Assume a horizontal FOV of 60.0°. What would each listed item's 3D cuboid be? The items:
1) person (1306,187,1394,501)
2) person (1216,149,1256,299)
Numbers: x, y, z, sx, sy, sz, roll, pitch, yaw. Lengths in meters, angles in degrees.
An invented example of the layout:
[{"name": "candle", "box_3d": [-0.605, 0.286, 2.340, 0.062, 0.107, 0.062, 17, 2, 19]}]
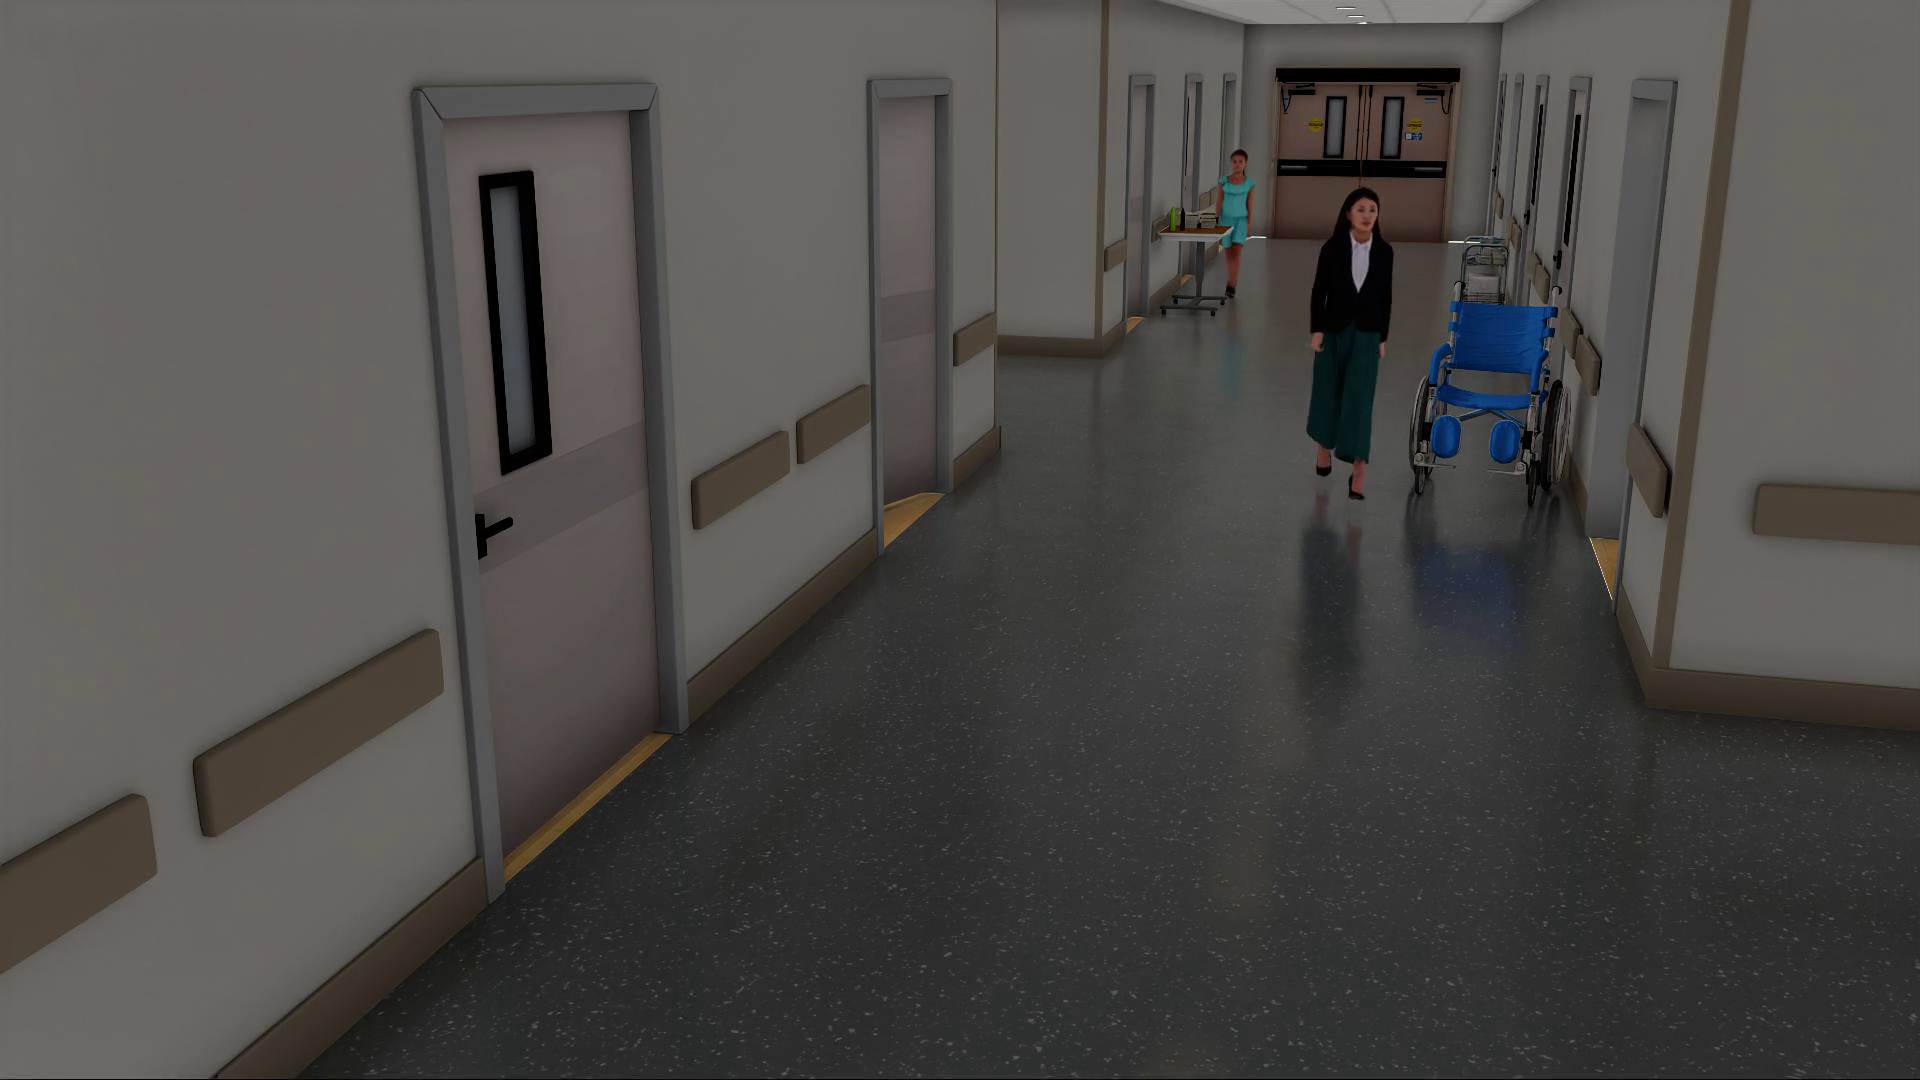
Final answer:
[{"name": "person", "box_3d": [2.166, -1.088, 9.387, 0.719, 1.684, 1.163, 2, 16, 7]}, {"name": "person", "box_3d": [2.915, -3.349, 17.703, 0.612, 1.522, 1.079, 6, 17, 19]}]
